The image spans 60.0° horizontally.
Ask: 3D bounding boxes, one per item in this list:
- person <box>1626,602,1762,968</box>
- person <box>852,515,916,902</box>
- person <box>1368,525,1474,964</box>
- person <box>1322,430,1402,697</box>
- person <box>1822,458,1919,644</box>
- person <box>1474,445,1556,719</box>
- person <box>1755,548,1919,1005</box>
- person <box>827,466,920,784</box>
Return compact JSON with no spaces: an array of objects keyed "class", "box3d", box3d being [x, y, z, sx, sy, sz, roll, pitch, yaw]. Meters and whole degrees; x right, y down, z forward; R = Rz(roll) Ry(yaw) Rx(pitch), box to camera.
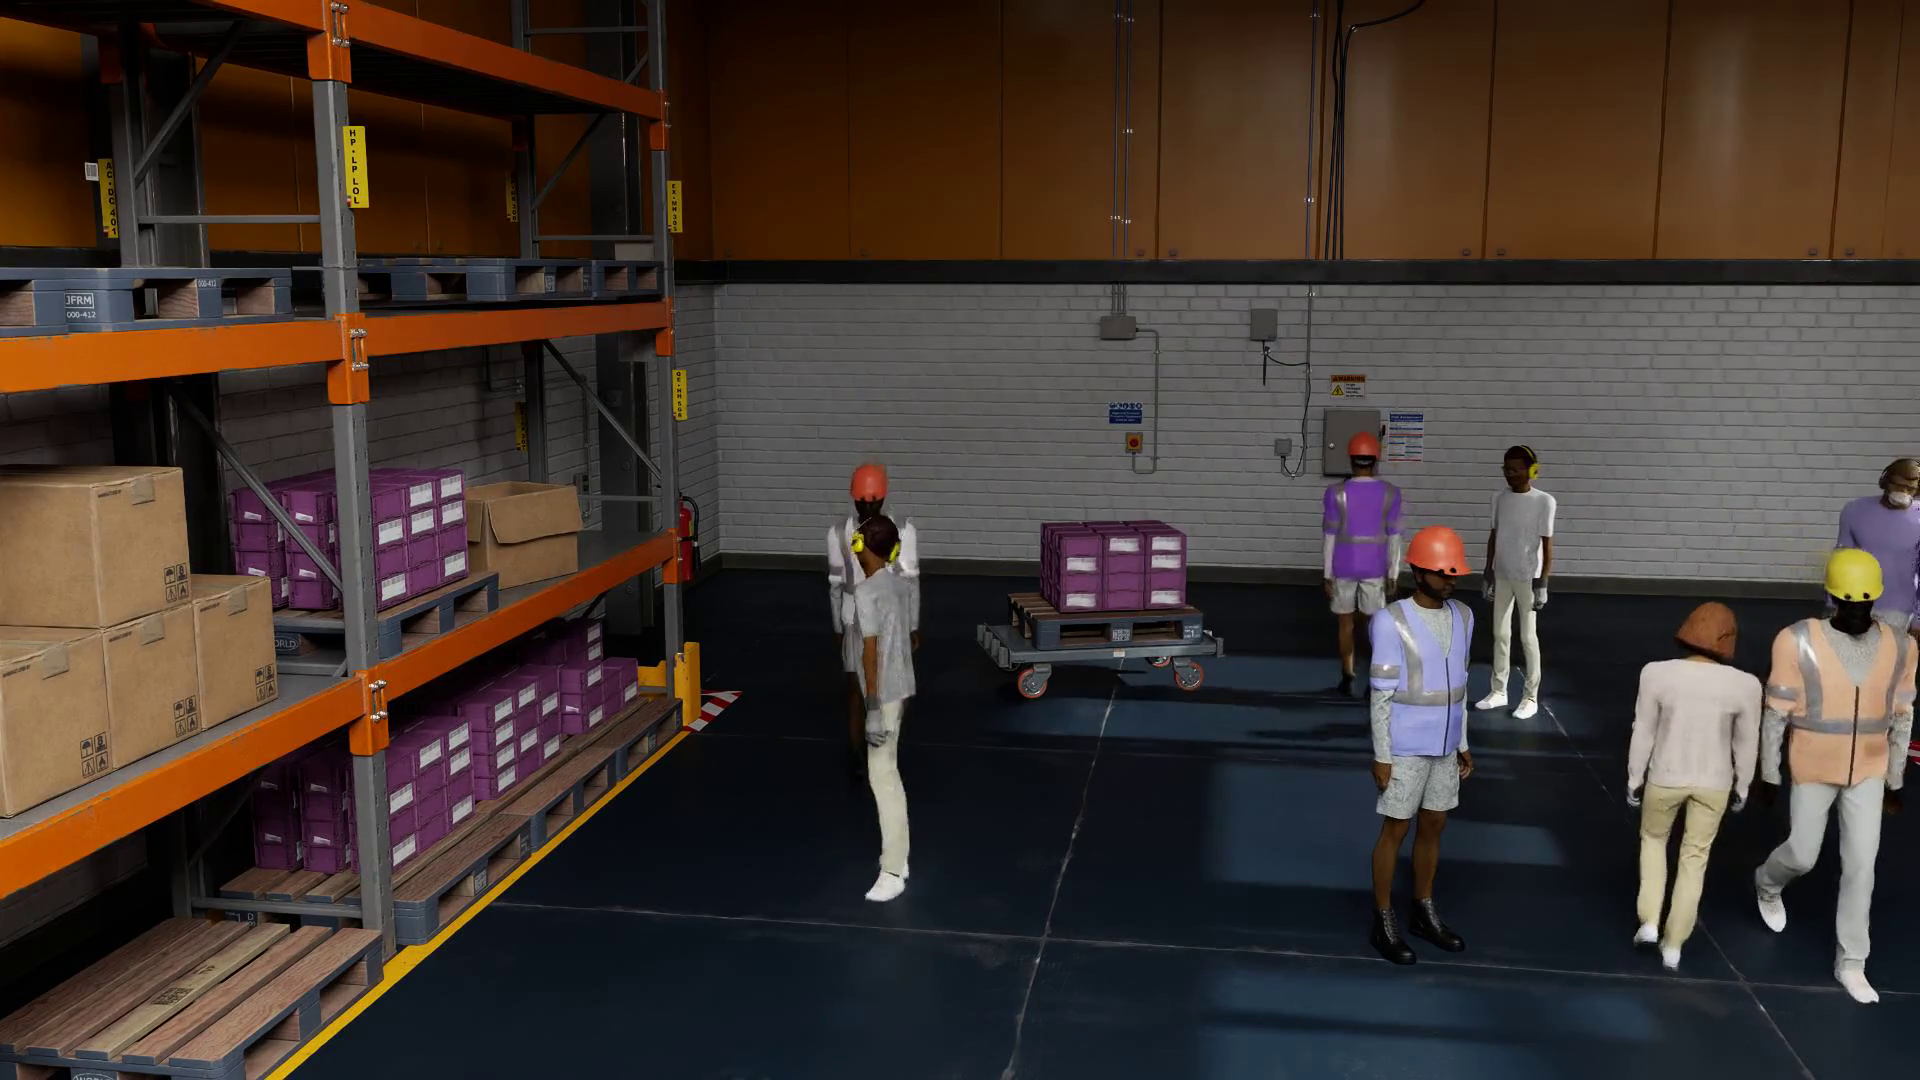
[{"class":"person","box3d":[3.181,1.062,7.246,0.517,1.611,0.368,3,10,20]},{"class":"person","box3d":[-0.404,0.813,8.145,0.387,1.830,0.706,3,10,18]},{"class":"person","box3d":[2.051,0.891,7.326,0.552,1.935,0.361,-5,10,-28]},{"class":"person","box3d":[2.812,0.196,11.679,0.544,1.920,0.584,1,9,3]},{"class":"person","box3d":[5.688,0.427,10.248,0.504,1.912,0.665,-7,11,-36]},{"class":"person","box3d":[3.786,0.276,11.353,0.315,1.860,0.508,-7,12,-38]},{"class":"person","box3d":[3.732,0.944,7.152,0.601,1.899,0.777,1,9,6]},{"class":"person","box3d":[-0.516,0.490,9.985,0.554,1.880,0.975,-1,9,-5]}]
